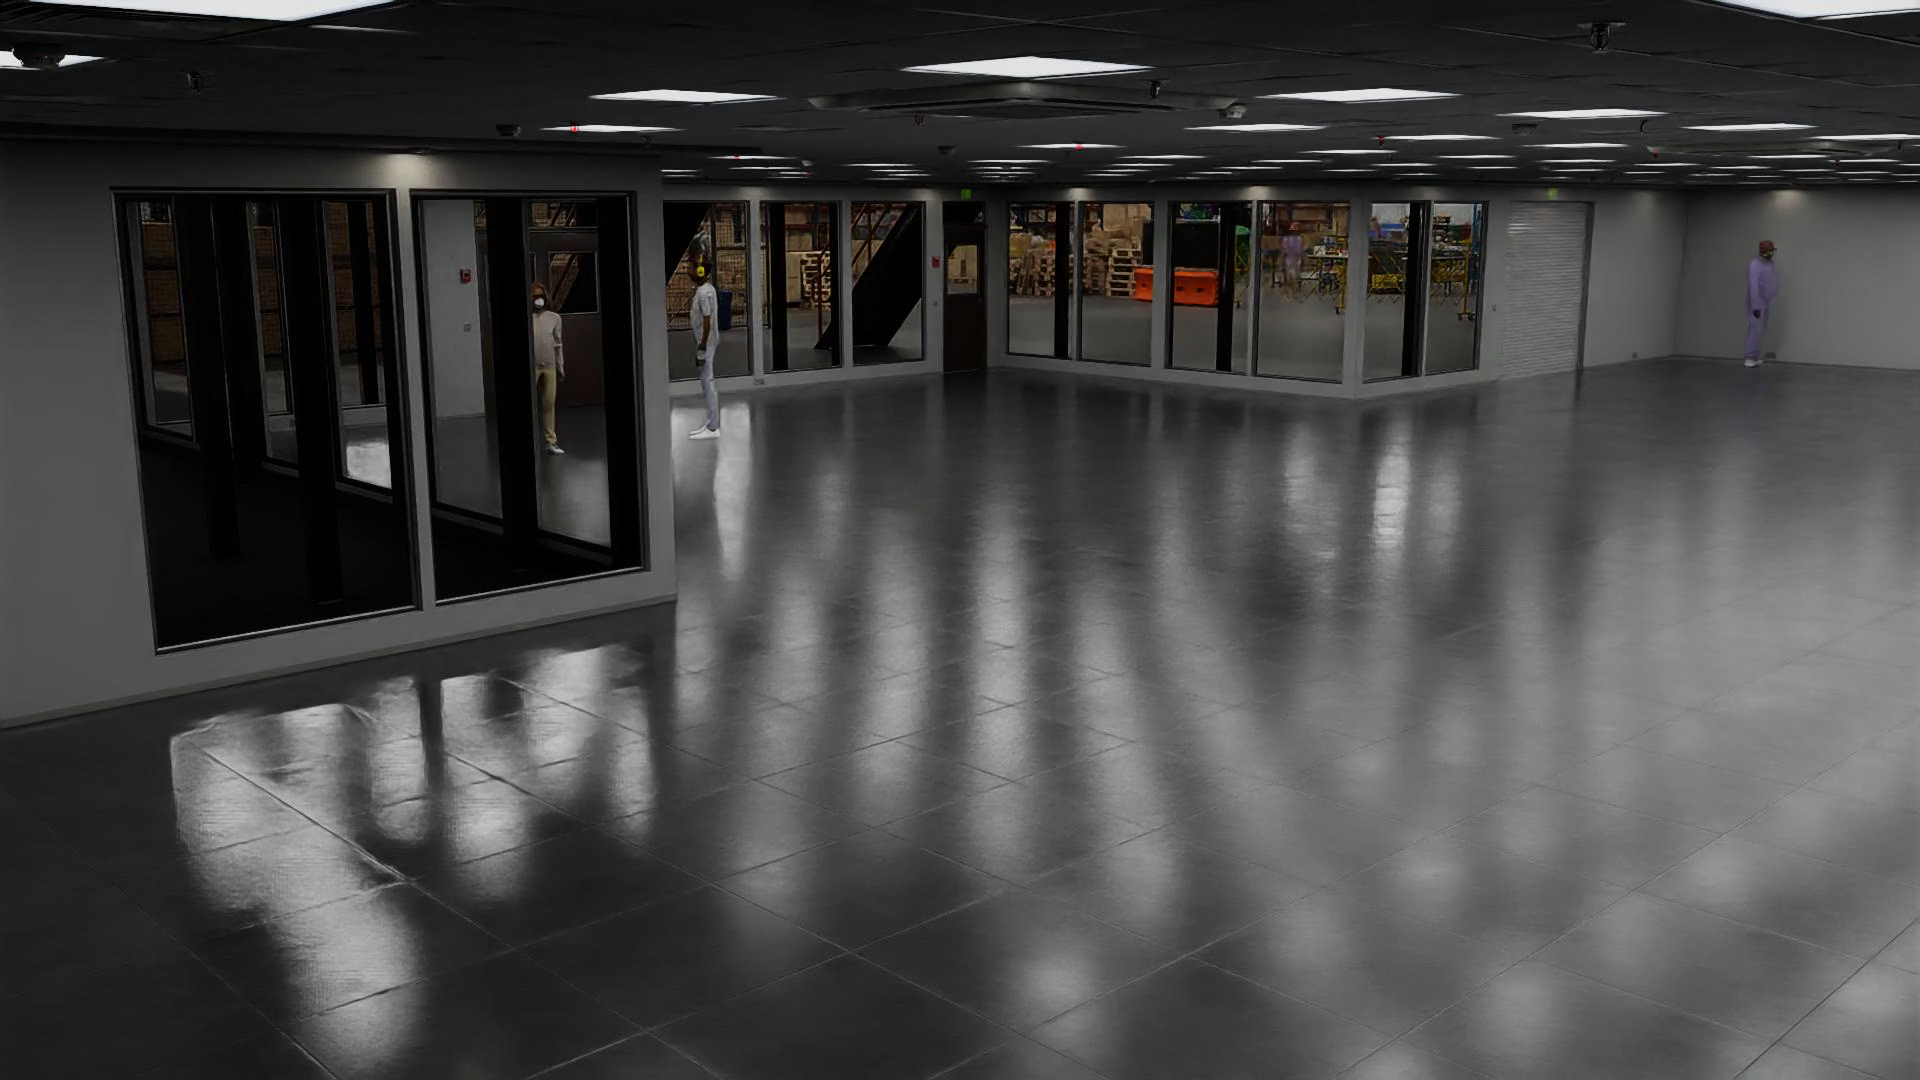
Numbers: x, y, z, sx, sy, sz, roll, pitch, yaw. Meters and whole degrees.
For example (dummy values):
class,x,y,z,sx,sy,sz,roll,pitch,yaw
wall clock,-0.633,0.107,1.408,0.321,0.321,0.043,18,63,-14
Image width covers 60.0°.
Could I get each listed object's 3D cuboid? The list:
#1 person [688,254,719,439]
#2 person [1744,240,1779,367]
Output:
class,x,y,z,sx,sy,sz,roll,pitch,yaw
person,-2.608,-1.956,16.863,0.329,1.874,0.508,-1,11,-5
person,11.853,-3.482,24.528,0.810,1.865,0.421,-10,15,-42
